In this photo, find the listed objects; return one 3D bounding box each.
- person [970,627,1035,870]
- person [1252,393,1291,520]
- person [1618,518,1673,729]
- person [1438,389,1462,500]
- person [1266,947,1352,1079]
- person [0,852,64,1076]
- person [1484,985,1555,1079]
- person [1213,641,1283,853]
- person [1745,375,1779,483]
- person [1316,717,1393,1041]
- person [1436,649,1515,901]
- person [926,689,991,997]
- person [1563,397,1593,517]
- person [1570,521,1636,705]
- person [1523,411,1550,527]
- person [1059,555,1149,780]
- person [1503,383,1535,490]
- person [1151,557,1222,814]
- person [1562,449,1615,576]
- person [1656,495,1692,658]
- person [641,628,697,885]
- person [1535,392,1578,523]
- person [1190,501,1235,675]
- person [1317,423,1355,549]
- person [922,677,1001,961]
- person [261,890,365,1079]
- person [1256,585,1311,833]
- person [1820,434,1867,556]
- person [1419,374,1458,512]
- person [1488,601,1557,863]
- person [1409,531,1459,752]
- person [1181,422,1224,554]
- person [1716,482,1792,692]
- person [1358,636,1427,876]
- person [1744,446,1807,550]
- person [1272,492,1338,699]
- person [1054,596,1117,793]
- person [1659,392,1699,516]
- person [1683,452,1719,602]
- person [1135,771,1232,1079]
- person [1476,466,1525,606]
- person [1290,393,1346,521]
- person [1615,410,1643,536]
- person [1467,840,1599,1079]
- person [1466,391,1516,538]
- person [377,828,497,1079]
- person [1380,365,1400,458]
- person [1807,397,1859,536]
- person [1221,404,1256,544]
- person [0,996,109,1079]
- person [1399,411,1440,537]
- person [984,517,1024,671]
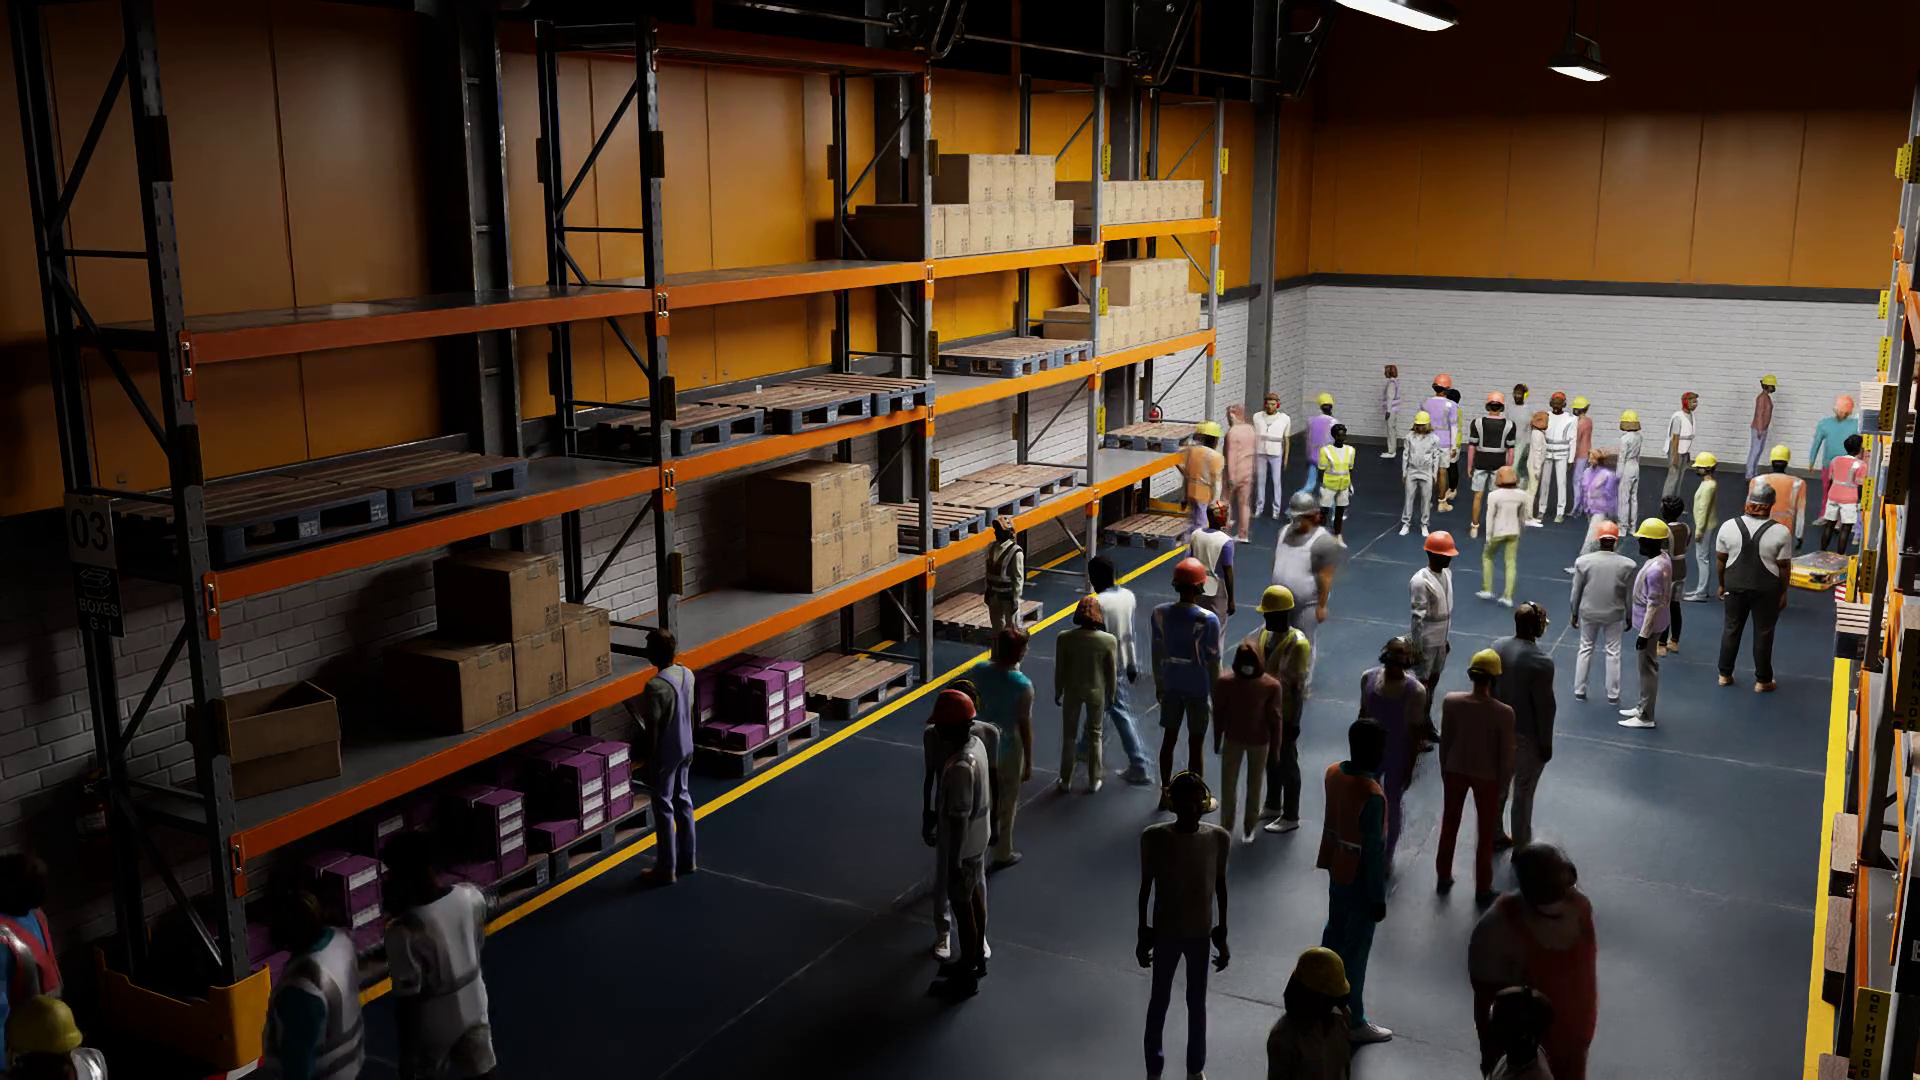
[{"bbox_3d":[0.304,1.499,11.884,0.600,1.821,0.440,12,17,42],"label":"person"},{"bbox_3d":[4.475,-1.209,23.990,0.560,1.836,0.394,6,14,27],"label":"person"},{"bbox_3d":[6.204,0.749,15.013,0.366,1.927,0.585,6,14,24],"label":"person"},{"bbox_3d":[7.512,-1.466,25.449,0.317,1.695,0.540,7,14,27],"label":"person"},{"bbox_3d":[1.530,2.575,7.277,0.484,1.737,0.339,-10,16,-37],"label":"person"},{"bbox_3d":[-4.621,2.375,7.998,0.589,1.820,0.640,-4,13,-17],"label":"person"},{"bbox_3d":[2.203,2.645,6.708,0.345,1.847,0.508,2,13,10],"label":"person"},{"bbox_3d":[2.099,1.534,12.212,0.513,1.597,0.764,3,13,13],"label":"person"},{"bbox_3d":[12.910,-1.783,26.741,0.340,1.760,0.529,10,16,37],"label":"person"},{"bbox_3d":[2.286,1.952,9.654,0.392,1.917,0.592,-3,13,-14],"label":"person"},{"bbox_3d":[3.568,1.614,11.530,0.529,1.756,0.364,9,15,35],"label":"person"},{"bbox_3d":[-0.011,1.836,10.150,0.386,1.929,0.543,2,13,9],"label":"person"},{"bbox_3d":[8.978,-1.201,24.132,0.538,1.756,0.370,-12,18,-44],"label":"person"},{"bbox_3d":[6.079,0.678,15.748,0.571,1.743,0.349,6,14,25],"label":"person"},{"bbox_3d":[8.173,-1.014,23.566,0.286,1.633,0.500,4,13,17],"label":"person"},{"bbox_3d":[1.225,1.042,13.861,0.968,1.859,0.588,8,15,32],"label":"person"},{"bbox_3d":[8.419,-1.468,25.131,0.672,1.846,0.544,-11,17,-41],"label":"person"},{"bbox_3d":[1.774,1.140,12.990,0.607,2.048,0.365,9,16,36],"label":"person"},{"bbox_3d":[7.813,-0.336,20.613,0.853,1.591,0.549,-4,13,-17],"label":"person"},{"bbox_3d":[7.324,0.373,17.213,0.538,1.695,0.320,-9,15,-34],"label":"person"},{"bbox_3d":[-2.064,1.520,11.774,0.349,1.836,0.517,6,14,25],"label":"person"},{"bbox_3d":[8.513,-1.190,23.810,0.575,1.880,0.351,9,15,35],"label":"person"},{"bbox_3d":[2.447,0.529,16.178,0.388,1.847,0.563,-8,15,-32],"label":"person"},{"bbox_3d":[4.978,-0.708,22.052,0.530,1.697,0.321,-3,13,-14],"label":"person"},{"bbox_3d":[0.007,1.769,10.596,0.504,1.864,0.333,0,13,-2],"label":"person"},{"bbox_3d":[-2.905,2.453,7.656,0.593,1.818,0.634,-1,13,-3],"label":"person"},{"bbox_3d":[2.420,1.276,12.687,0.392,1.919,0.581,-6,14,-24],"label":"person"},{"bbox_3d":[11.267,-0.506,21.187,0.324,1.688,0.547,-4,13,-18],"label":"person"},{"bbox_3d":[7.053,-1.431,24.512,0.606,2.044,0.373,11,17,41],"label":"person"},{"bbox_3d":[4.086,1.389,12.123,0.372,1.940,0.630,-6,14,-24],"label":"person"},{"bbox_3d":[4.120,0.864,14.473,0.361,1.935,0.553,12,17,43],"label":"person"},{"bbox_3d":[3.041,-0.527,20.819,0.561,1.891,0.612,-9,16,-36],"label":"person"},{"bbox_3d":[7.707,0.439,16.142,0.675,2.000,0.536,11,17,40],"label":"person"},{"bbox_3d":[2.970,1.545,11.672,0.538,1.822,0.558,11,17,41],"label":"person"},{"bbox_3d":[9.331,-0.149,19.111,0.617,1.884,0.927,5,14,21],"label":"person"},{"bbox_3d":[3.208,0.526,15.756,0.536,2.000,0.698,-11,17,-40],"label":"person"},{"bbox_3d":[1.016,1.250,13.460,0.507,1.623,0.290,1,13,4],"label":"person"},{"bbox_3d":[10.446,-1.246,24.165,0.562,1.834,0.404,-12,17,-43],"label":"person"},{"bbox_3d":[8.664,-0.152,19.429,0.340,1.760,0.526,7,14,27],"label":"person"},{"bbox_3d":[1.202,2.132,8.941,0.518,1.876,0.326,-1,13,-2],"label":"person"},{"bbox_3d":[6.302,-0.062,19.359,0.514,1.613,0.622,-2,13,-9],"label":"person"},{"bbox_3d":[5.142,-1.155,23.690,0.920,1.878,0.605,-12,17,-43],"label":"person"},{"bbox_3d":[9.179,-0.922,22.929,0.484,1.737,0.322,-11,16,-39],"label":"person"},{"bbox_3d":[2.713,2.292,7.848,0.709,2.000,0.556,-5,14,-22],"label":"person"},{"bbox_3d":[7.228,-1.015,22.681,0.613,2.033,0.412,4,13,16],"label":"person"},{"bbox_3d":[-2.460,2.318,8.047,0.952,1.919,0.643,7,14,29],"label":"person"},{"bbox_3d":[7.542,-2.253,29.129,0.317,1.629,0.509,4,13,15],"label":"person"},{"bbox_3d":[12.175,-1.054,23.122,0.694,1.912,1.096,9,16,36],"label":"person"},{"bbox_3d":[3.674,-0.899,22.485,0.624,1.883,0.670,10,16,39],"label":"person"},{"bbox_3d":[-3.597,2.667,6.658,0.403,1.825,0.593,6,14,25],"label":"person"},{"bbox_3d":[6.316,-0.908,22.850,0.492,1.740,0.324,4,13,19],"label":"person"},{"bbox_3d":[0.431,0.568,16.471,0.307,1.641,0.514,-11,16,-39],"label":"person"}]
